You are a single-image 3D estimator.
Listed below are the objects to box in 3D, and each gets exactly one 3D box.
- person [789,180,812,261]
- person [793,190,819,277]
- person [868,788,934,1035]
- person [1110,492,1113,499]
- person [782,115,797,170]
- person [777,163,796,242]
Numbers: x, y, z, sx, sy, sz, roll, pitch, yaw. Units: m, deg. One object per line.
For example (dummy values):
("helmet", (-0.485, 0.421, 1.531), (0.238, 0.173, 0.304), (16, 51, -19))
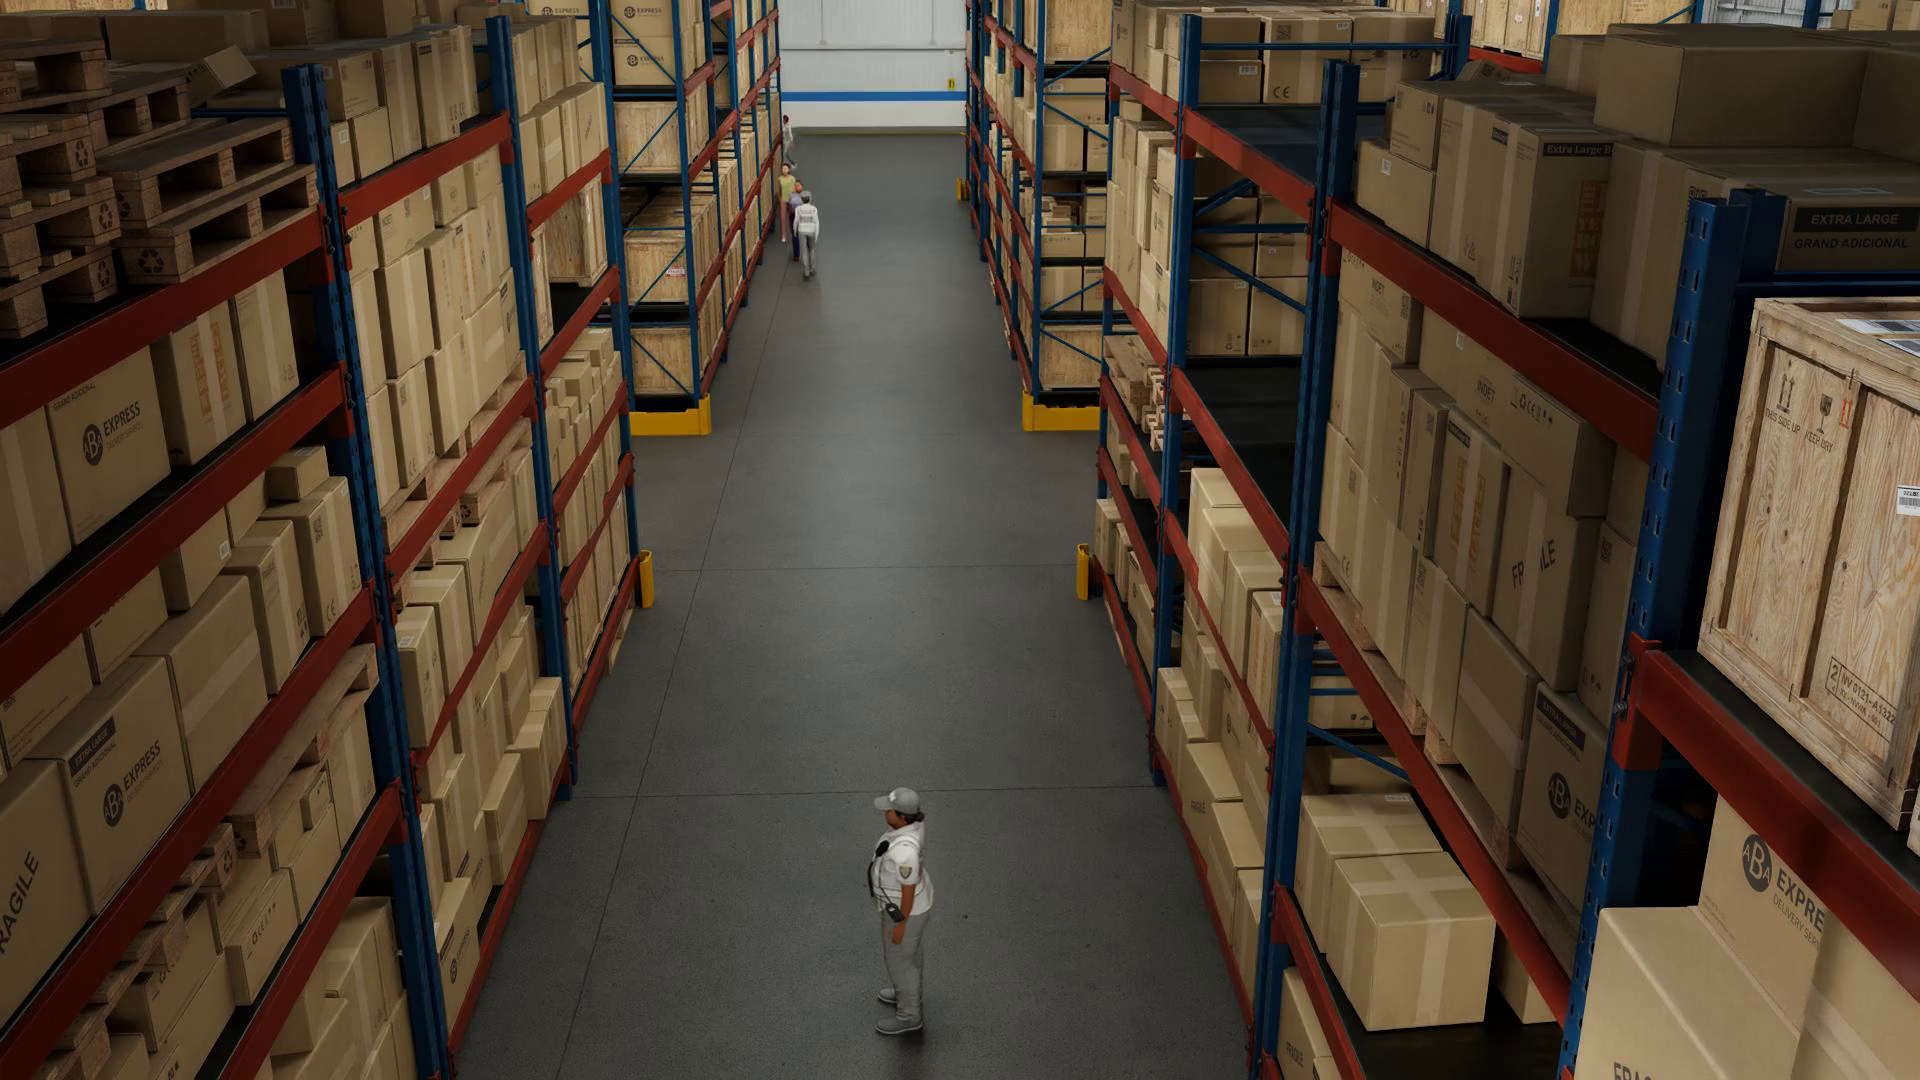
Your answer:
("person", (-3.294, -6.662, 34.527), (0.487, 1.637, 0.805), (1, 20, 1))
("person", (-3.044, -6.087, 32.906), (0.505, 1.649, 0.905), (-2, 21, -7))
("person", (-0.365, 2.303, 10.473), (0.395, 1.668, 0.487), (1, 20, 2))
("person", (1.794, -0.639, 18.173), (0.375, 1.794, 0.535), (8, 22, 21))
("person", (-4.885, -11.060, 46.387), (0.444, 1.565, 0.919), (15, 25, 34))
("person", (-3.798, -7.445, 36.595), (0.448, 1.639, 0.910), (-1, 21, -4))
